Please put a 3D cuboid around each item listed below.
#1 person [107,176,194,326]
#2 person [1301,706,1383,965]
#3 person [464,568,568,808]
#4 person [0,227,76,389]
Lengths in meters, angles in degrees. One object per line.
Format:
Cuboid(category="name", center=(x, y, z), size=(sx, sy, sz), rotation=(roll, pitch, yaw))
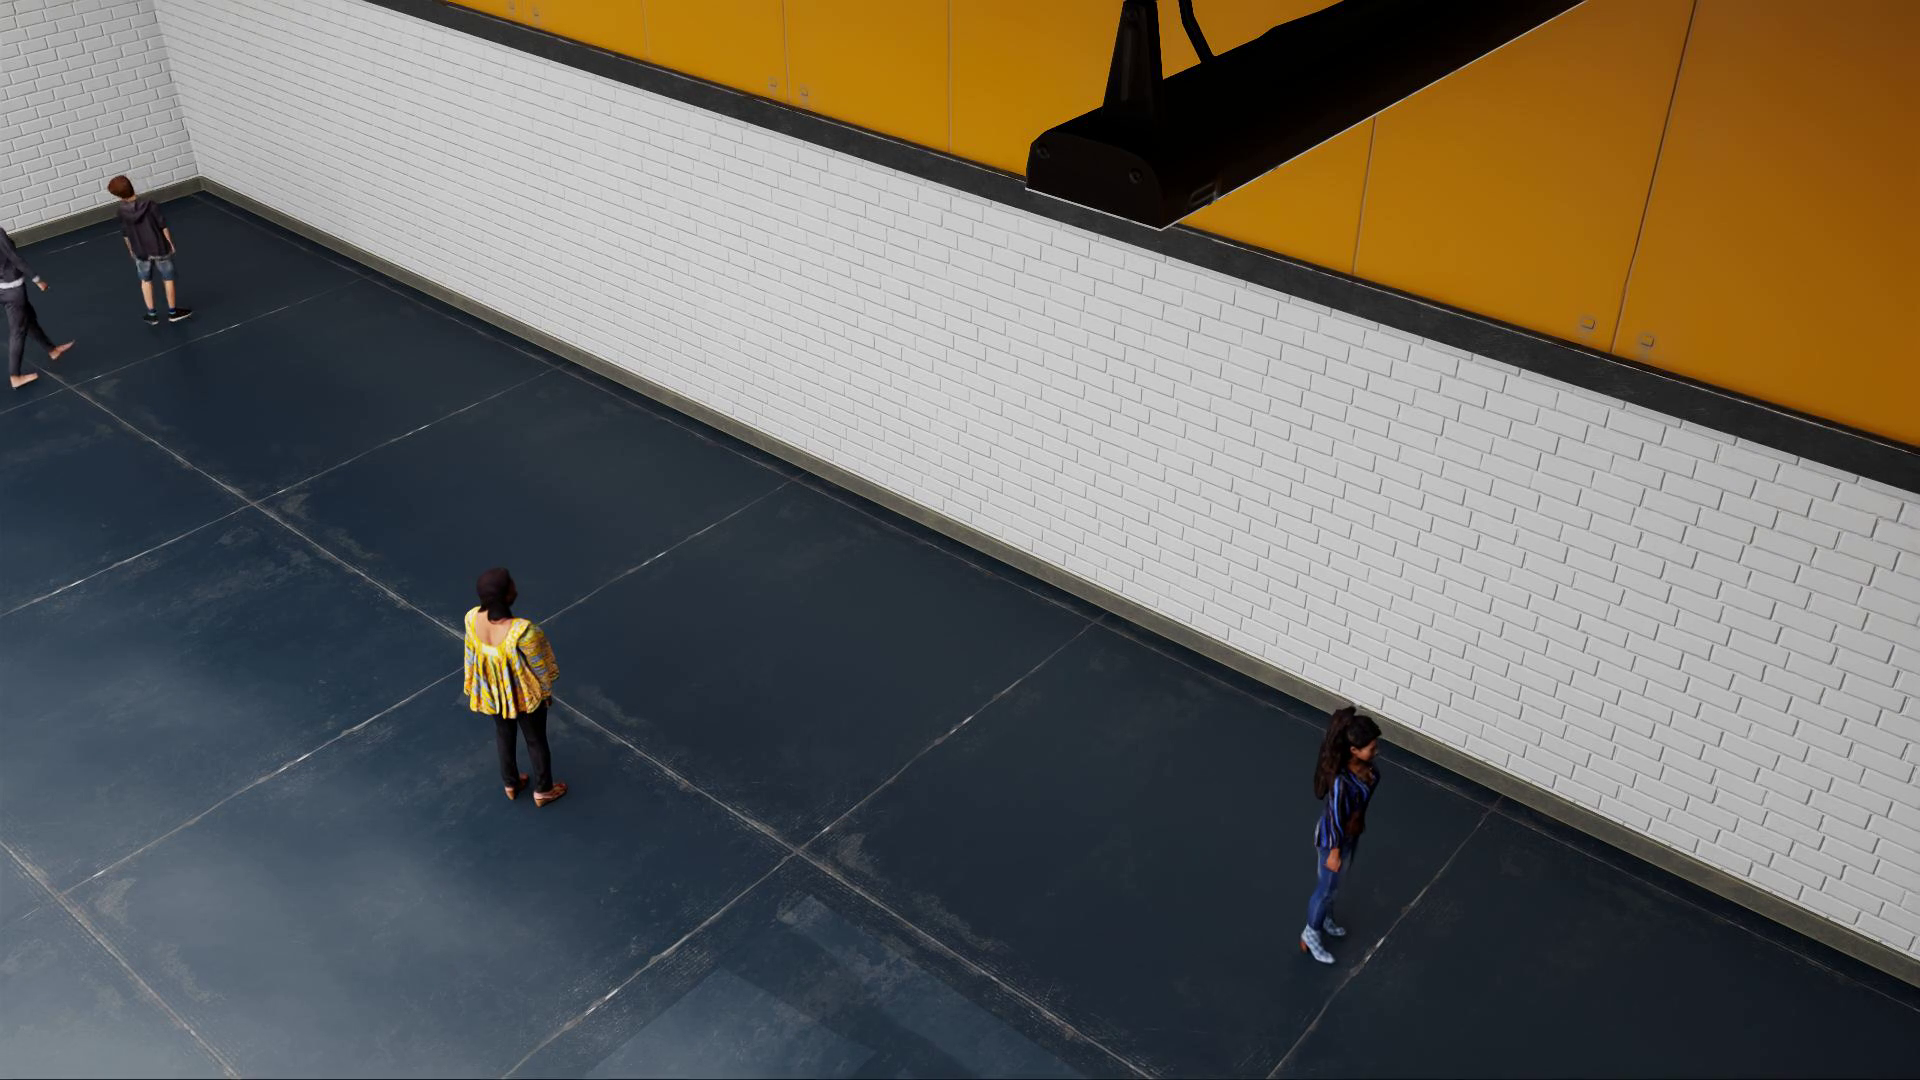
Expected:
Cuboid(category="person", center=(-7.481, -2.698, 15.421), size=(0.670, 1.431, 0.739), rotation=(4, 34, 6))
Cuboid(category="person", center=(2.014, 1.557, 8.849), size=(0.713, 1.619, 0.542), rotation=(18, 37, 25))
Cuboid(category="person", center=(-2.644, 0.882, 9.835), size=(0.824, 1.652, 0.866), rotation=(11, 35, 17))
Cuboid(category="person", center=(-8.240, -2.142, 14.312), size=(0.741, 1.732, 1.040), rotation=(16, 37, 23))
